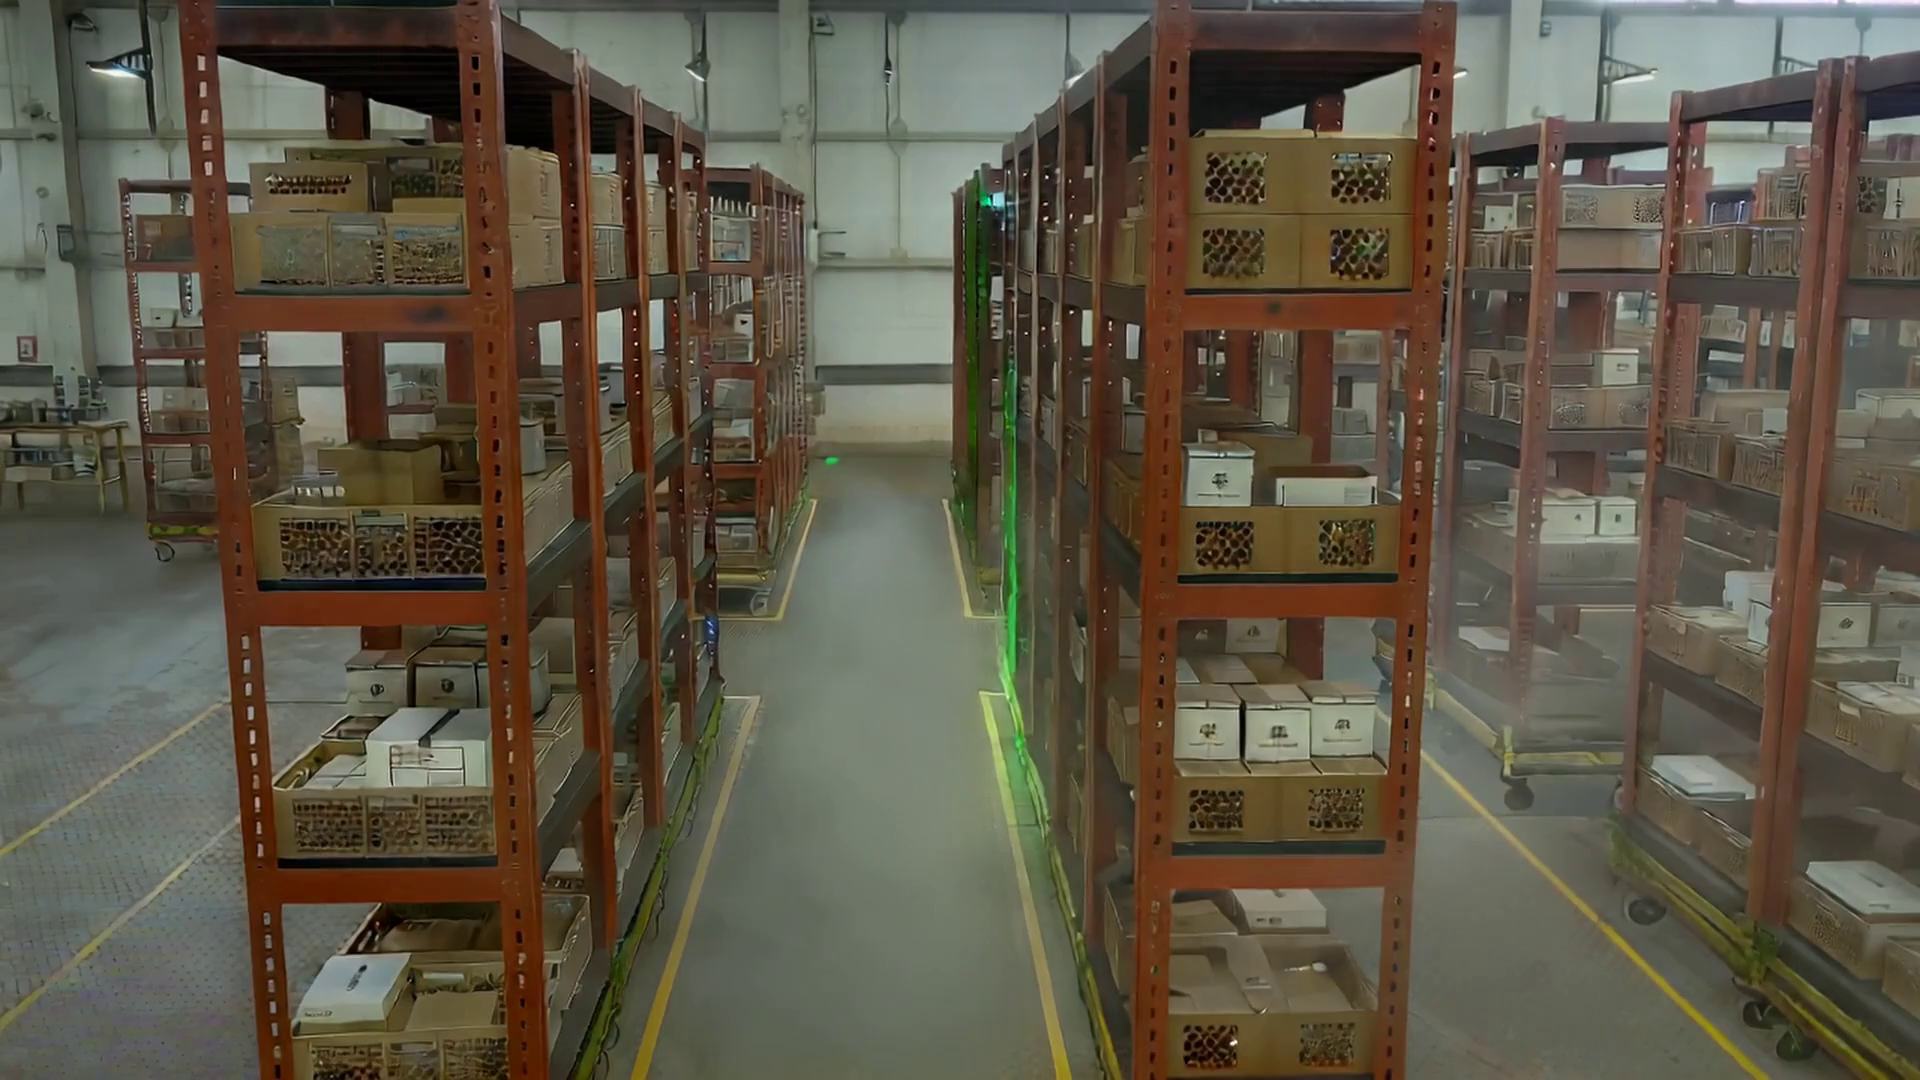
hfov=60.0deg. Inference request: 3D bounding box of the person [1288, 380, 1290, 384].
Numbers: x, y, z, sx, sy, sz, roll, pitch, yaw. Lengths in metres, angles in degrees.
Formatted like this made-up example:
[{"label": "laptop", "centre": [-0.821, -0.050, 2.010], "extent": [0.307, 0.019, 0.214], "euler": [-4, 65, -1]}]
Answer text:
[{"label": "person", "centre": [4.272, -1.545, 20.586], "extent": [0.755, 1.827, 0.571], "euler": [2, 10, 13]}]
